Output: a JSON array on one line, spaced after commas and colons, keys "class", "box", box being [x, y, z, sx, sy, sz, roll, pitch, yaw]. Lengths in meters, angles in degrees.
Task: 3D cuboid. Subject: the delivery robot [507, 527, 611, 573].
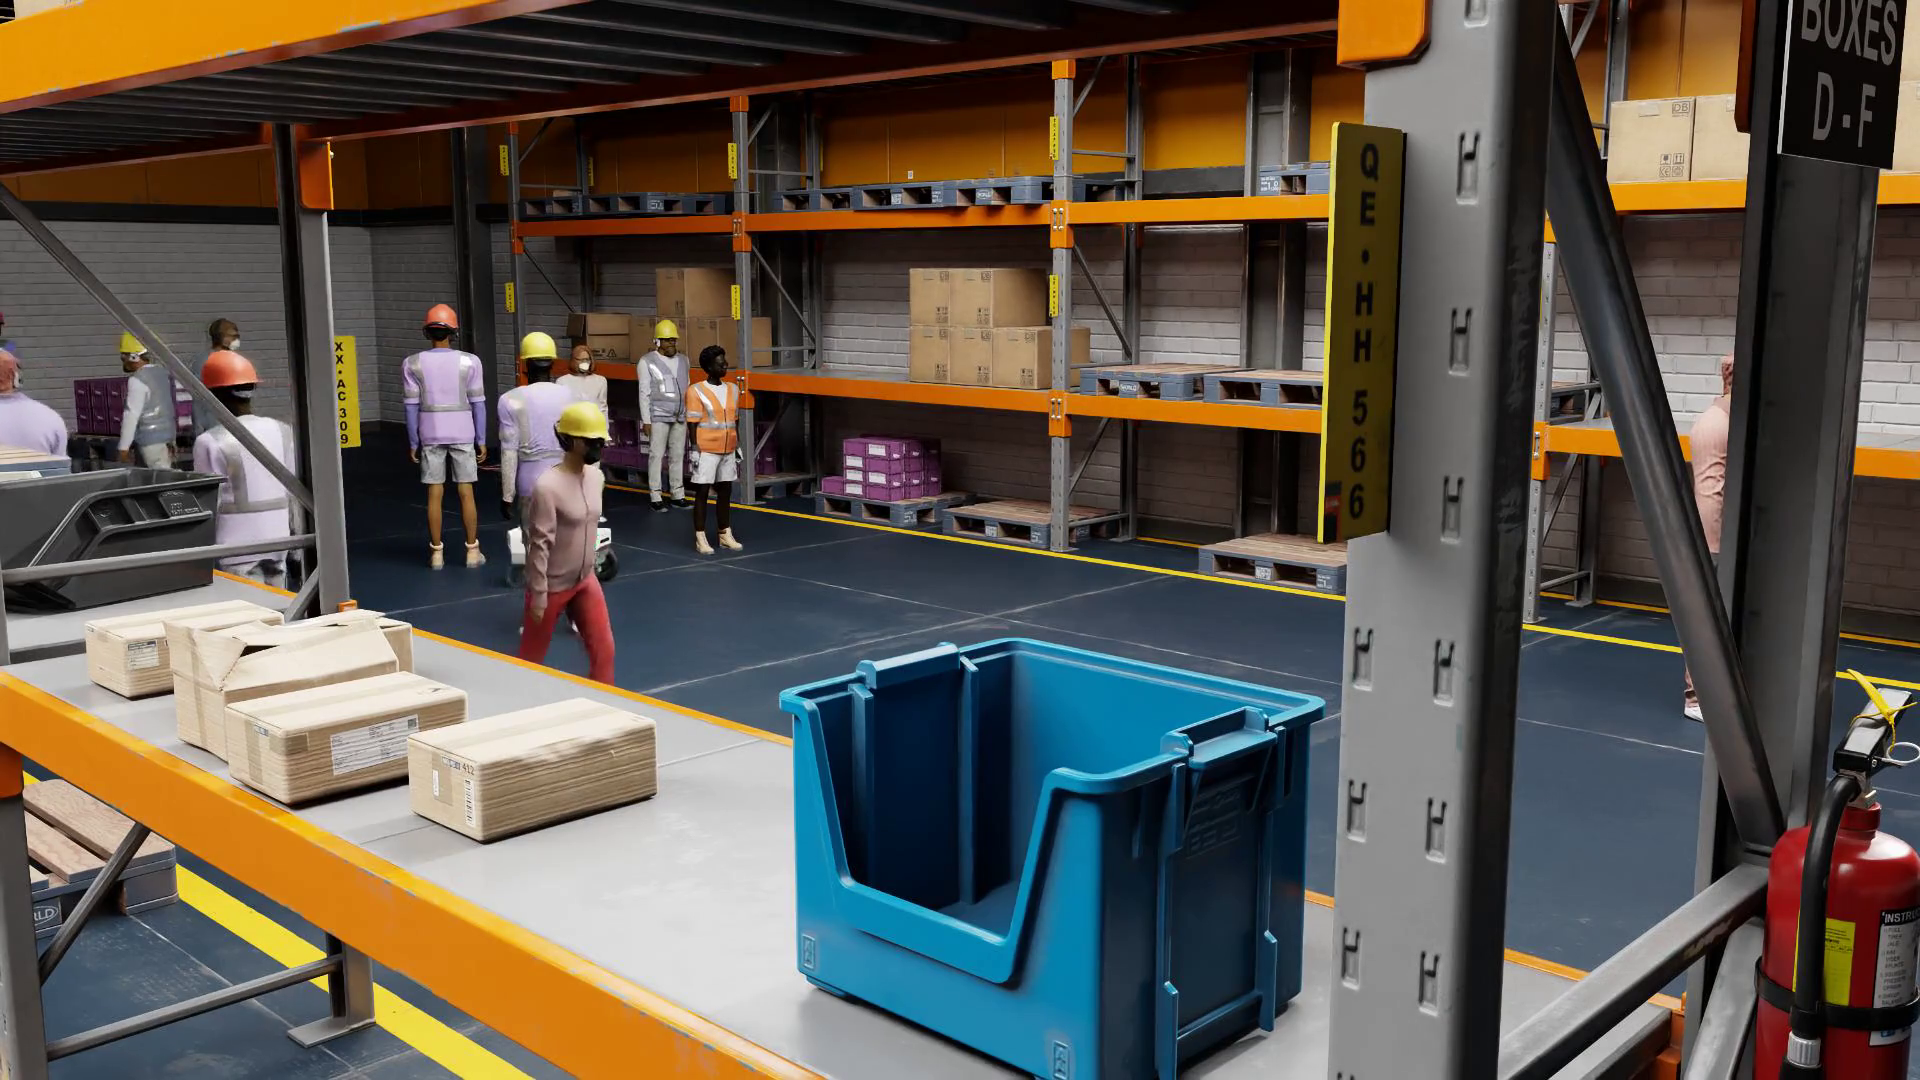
[{"class": "delivery robot", "box": [-2.923, 0.023, 12.128, 0.707, 0.478, 0.477, 2, 9, 10]}]

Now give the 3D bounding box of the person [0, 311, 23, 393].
[{"class": "person", "box": [-9.927, -1.438, 17.168, 0.570, 1.931, 0.382, 0, 9, -1]}]

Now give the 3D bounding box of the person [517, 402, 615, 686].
[{"class": "person", "box": [-1.905, 0.197, 7.847, 0.770, 1.709, 0.539, 4, 10, 25]}]

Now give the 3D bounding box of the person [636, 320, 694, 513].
[{"class": "person", "box": [-2.788, -1.181, 15.889, 0.404, 1.832, 0.599, 9, 13, 43]}]

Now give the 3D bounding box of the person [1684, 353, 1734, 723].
[{"class": "person", "box": [3.950, -0.010, 8.479, 0.409, 1.910, 0.651, 9, 13, 43]}]

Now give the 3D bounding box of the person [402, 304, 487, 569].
[{"class": "person", "box": [-3.963, -0.789, 12.842, 0.606, 2.044, 0.373, -2, 9, -12]}]

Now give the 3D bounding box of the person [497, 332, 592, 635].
[{"class": "person", "box": [-2.610, -0.340, 10.452, 0.593, 1.922, 0.387, -6, 11, -34]}]

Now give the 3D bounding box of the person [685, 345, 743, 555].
[{"class": "person", "box": [-1.994, -0.733, 13.558, 0.316, 1.696, 0.540, 9, 13, 43]}]

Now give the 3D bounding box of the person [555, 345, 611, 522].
[{"class": "person", "box": [-3.419, -0.953, 15.103, 0.507, 1.631, 0.268, -6, 11, -34]}]

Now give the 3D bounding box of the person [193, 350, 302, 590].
[{"class": "person", "box": [-3.510, 0.050, 8.091, 0.554, 1.935, 0.566, 4, 10, 25]}]

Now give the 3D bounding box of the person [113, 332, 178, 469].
[{"class": "person", "box": [-6.909, -0.842, 13.940, 0.941, 1.781, 0.621, -2, 9, -10]}]

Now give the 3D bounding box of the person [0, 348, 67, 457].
[{"class": "person", "box": [-5.135, -0.090, 9.004, 0.581, 1.894, 0.655, 8, 12, 41]}]

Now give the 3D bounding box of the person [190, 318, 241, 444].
[{"class": "person", "box": [-6.502, -0.977, 14.452, 0.933, 1.906, 0.643, 1, 9, 6]}]
